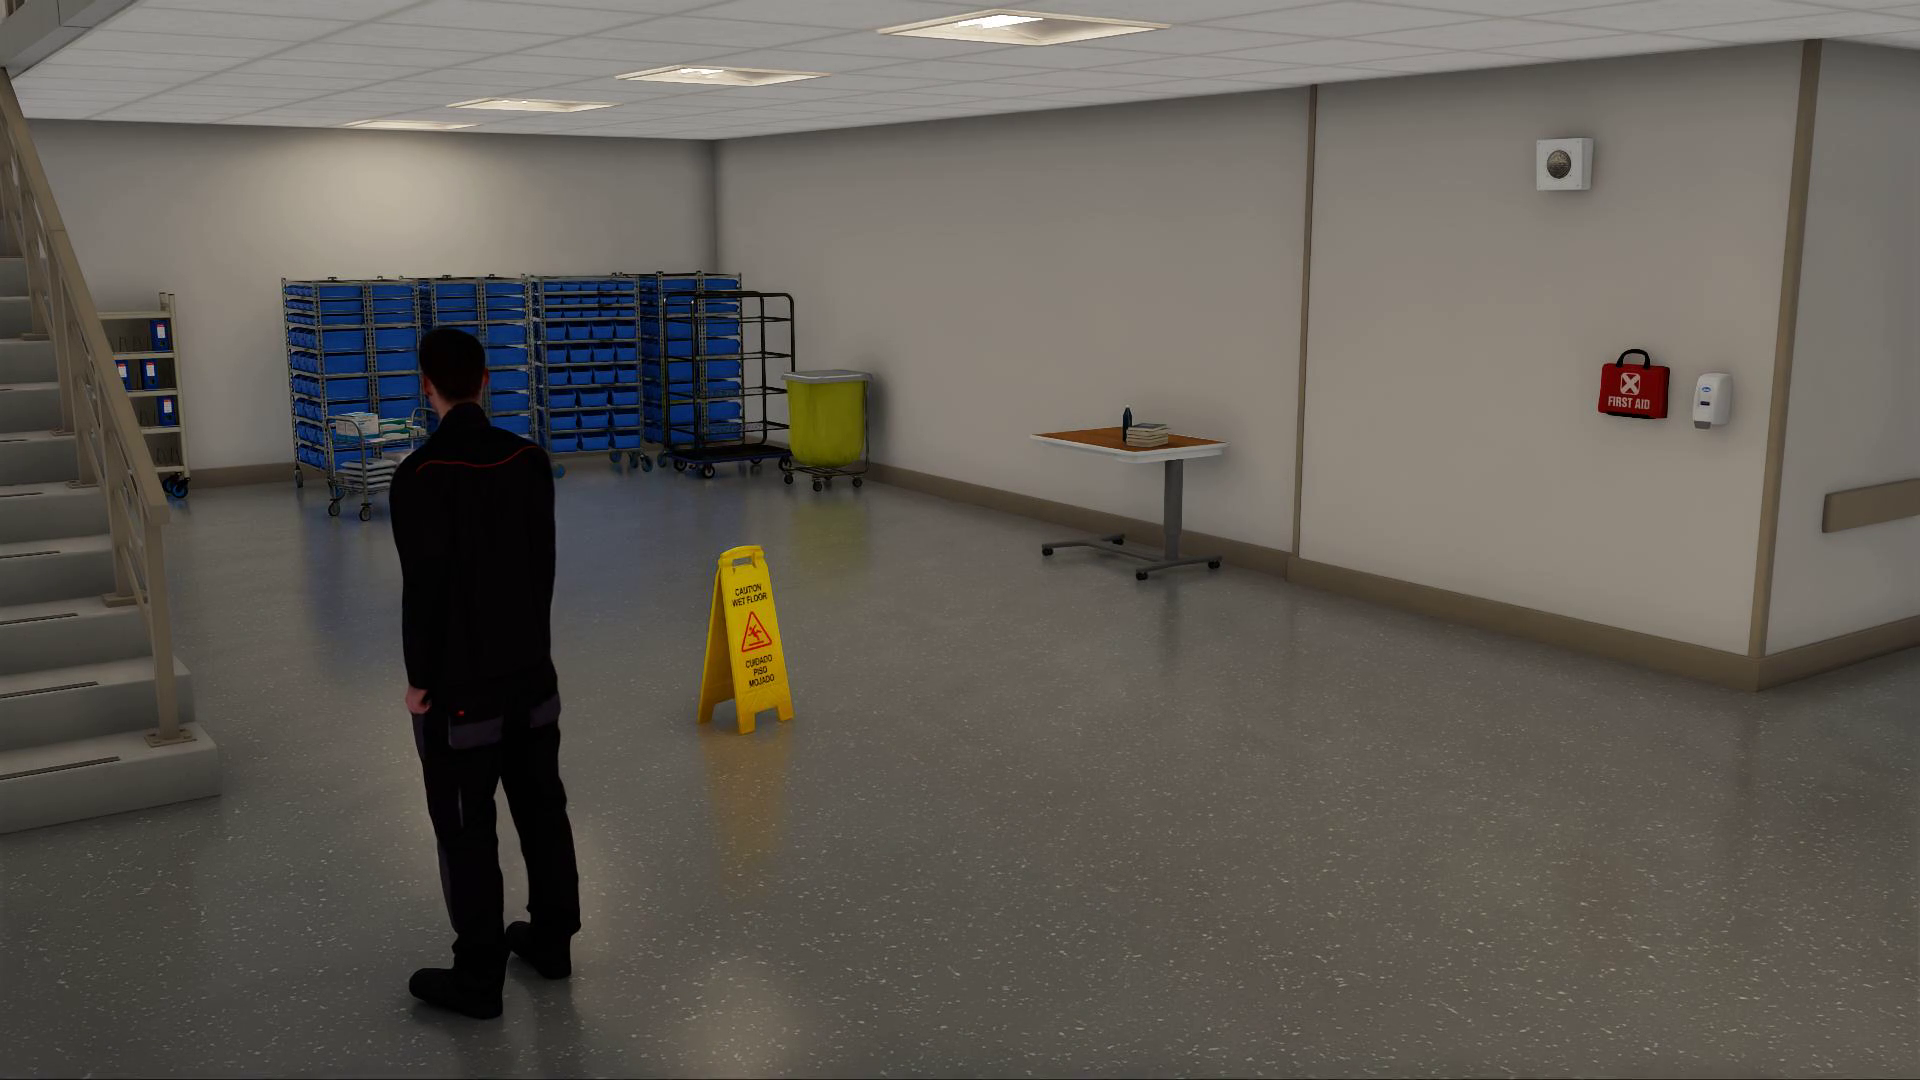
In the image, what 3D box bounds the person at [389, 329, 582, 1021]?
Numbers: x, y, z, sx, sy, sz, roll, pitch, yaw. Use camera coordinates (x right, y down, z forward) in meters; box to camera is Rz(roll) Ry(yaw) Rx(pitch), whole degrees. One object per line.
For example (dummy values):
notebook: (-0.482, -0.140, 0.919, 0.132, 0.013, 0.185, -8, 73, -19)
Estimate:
person: (-1.331, 0.360, 4.649, 0.717, 1.911, 0.765, 8, 13, 35)
